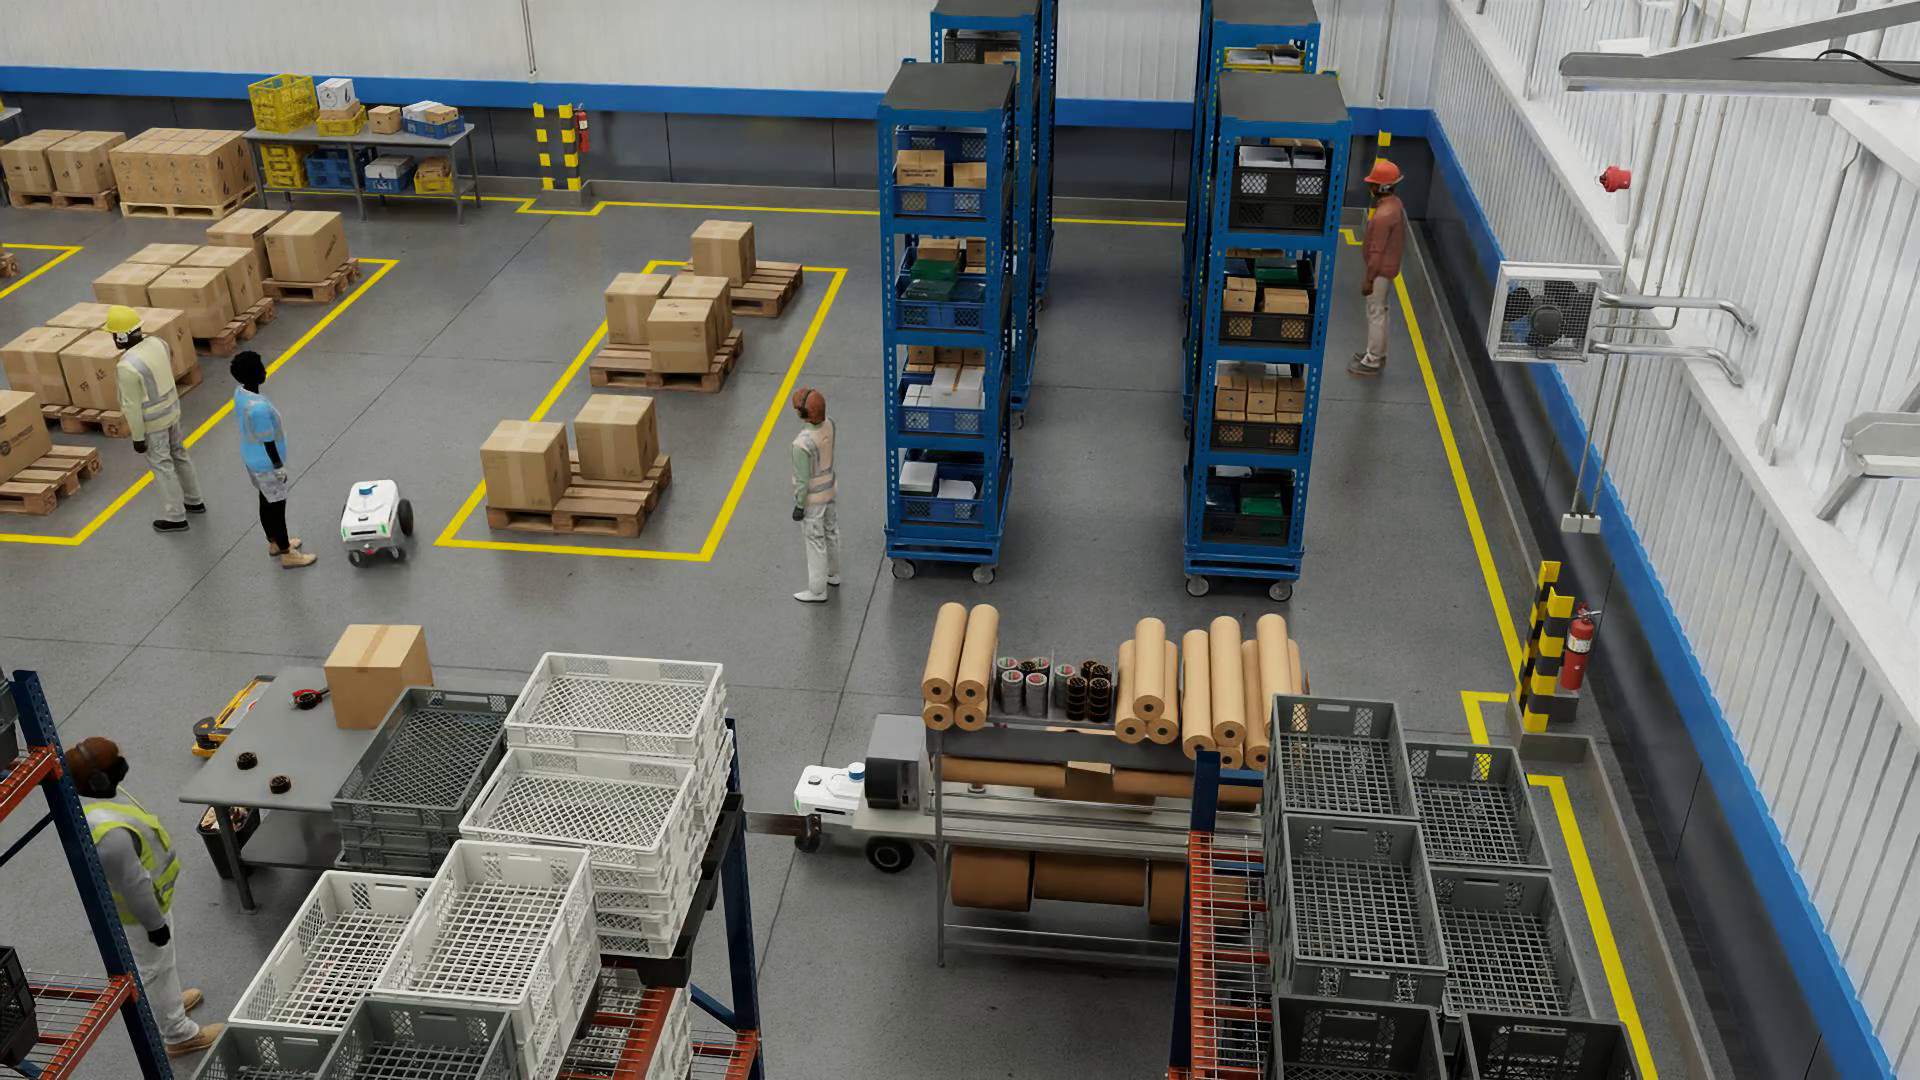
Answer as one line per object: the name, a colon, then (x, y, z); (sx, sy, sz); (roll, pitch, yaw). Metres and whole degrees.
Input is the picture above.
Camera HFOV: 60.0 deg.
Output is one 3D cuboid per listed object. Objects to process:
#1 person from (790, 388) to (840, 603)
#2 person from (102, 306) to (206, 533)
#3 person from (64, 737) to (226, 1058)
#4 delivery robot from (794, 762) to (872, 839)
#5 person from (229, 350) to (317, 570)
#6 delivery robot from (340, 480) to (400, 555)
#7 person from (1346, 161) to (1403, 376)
person: (-1.031, -0.321, 11.848); (0.308, 1.638, 0.517); (11, 32, 19)
person: (-6.175, -0.934, 12.721); (0.403, 1.824, 0.595); (2, 30, 3)
person: (-4.016, 1.730, 8.123); (0.429, 1.846, 0.625); (-24, 38, -35)
delivery robot: (-0.594, 1.514, 9.676); (0.707, 0.478, 0.477); (6, 31, 10)
person: (-5.107, -0.597, 12.262); (0.321, 1.697, 0.530); (-21, 36, -31)
delivery robot: (-4.472, -0.198, 12.616); (0.477, 0.478, 0.707); (-5, 31, -8)
person: (3.816, -2.494, 15.249); (0.426, 1.985, 0.608); (12, 32, 20)
